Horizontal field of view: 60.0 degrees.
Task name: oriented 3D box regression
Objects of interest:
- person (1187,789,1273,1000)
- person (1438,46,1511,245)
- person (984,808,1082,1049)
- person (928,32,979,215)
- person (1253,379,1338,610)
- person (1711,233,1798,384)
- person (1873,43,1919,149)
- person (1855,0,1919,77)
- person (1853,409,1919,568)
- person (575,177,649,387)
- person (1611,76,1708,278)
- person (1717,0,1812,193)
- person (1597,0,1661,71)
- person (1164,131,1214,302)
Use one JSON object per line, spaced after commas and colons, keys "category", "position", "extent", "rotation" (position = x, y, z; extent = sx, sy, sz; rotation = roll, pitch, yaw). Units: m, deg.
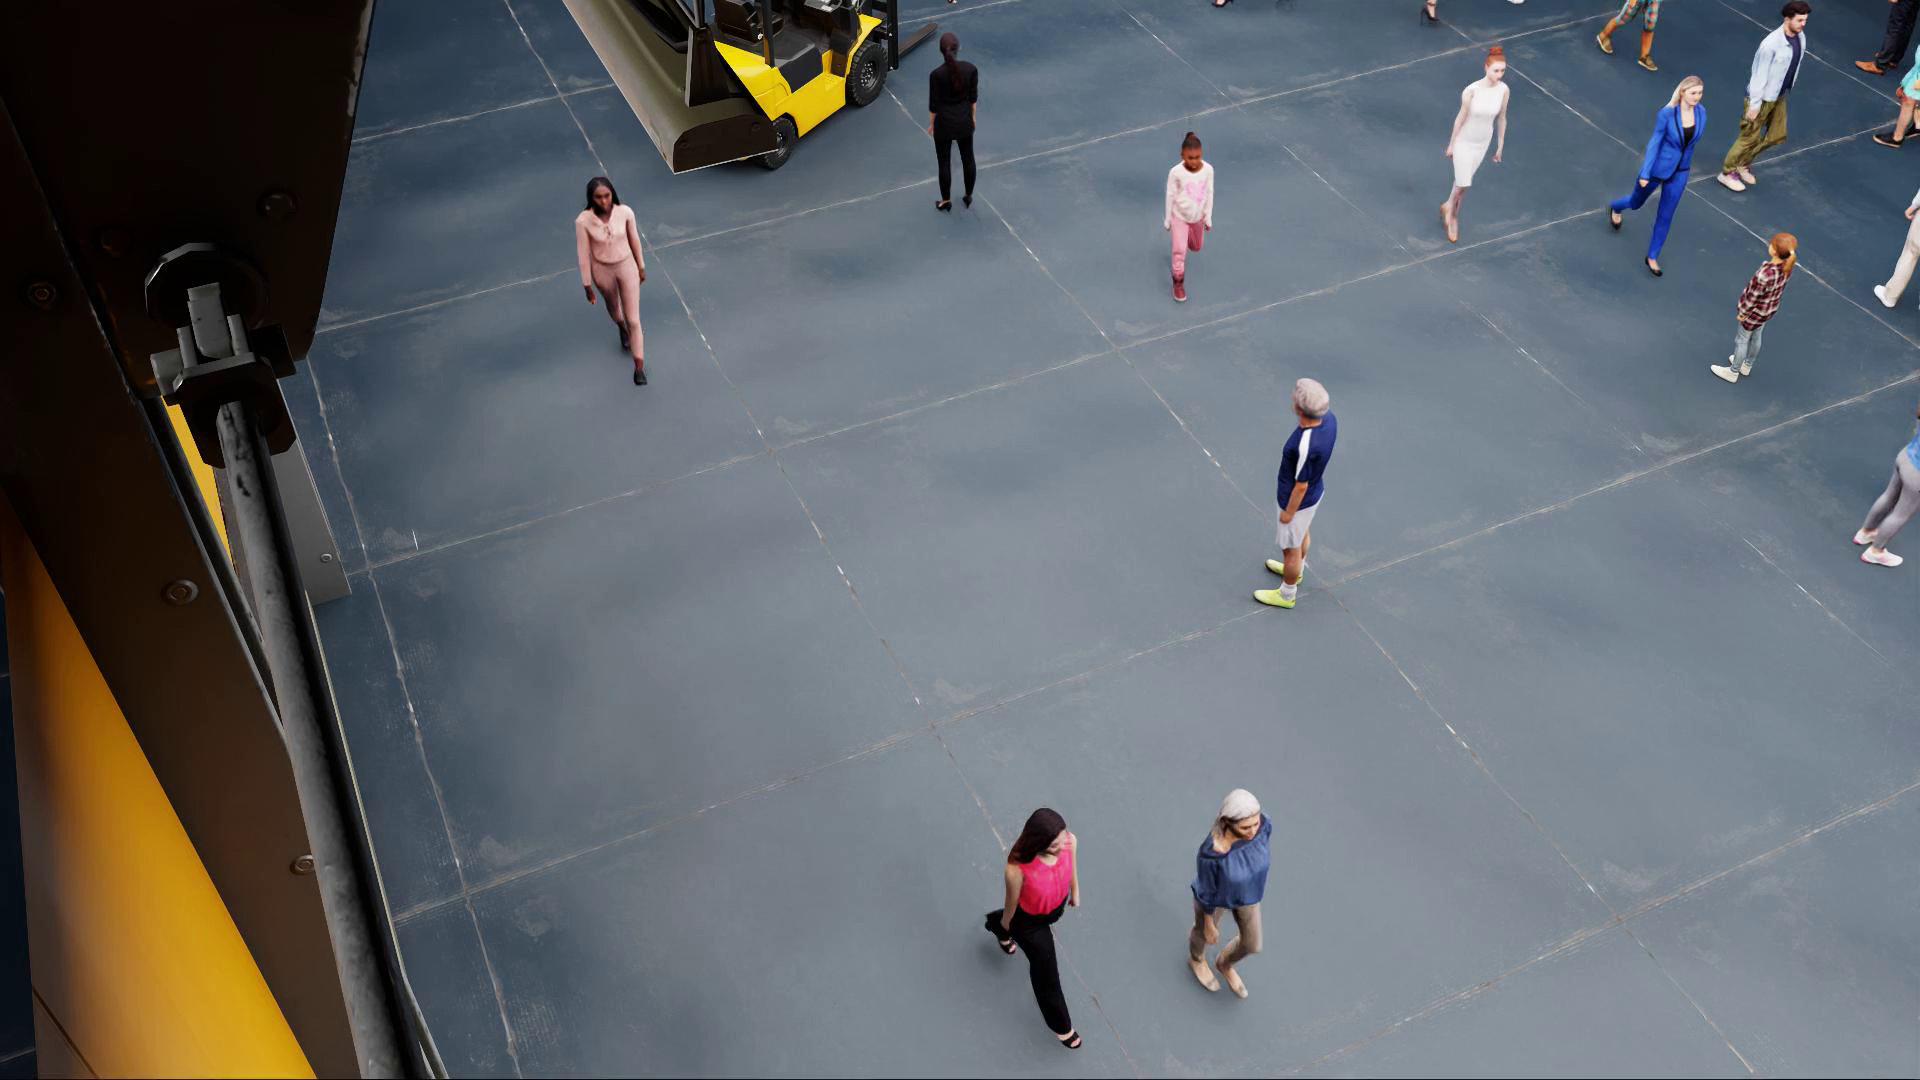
{"category": "person", "position": [1.347, 1.820, 8.789], "extent": [0.630, 1.683, 0.640], "rotation": [-21, 48, -21]}
{"category": "person", "position": [4.341, -3.416, 14.220], "extent": [0.678, 1.774, 0.748], "rotation": [-8, 44, -8]}
{"category": "person", "position": [0.361, 1.900, 8.752], "extent": [0.812, 1.619, 1.169], "rotation": [-33, 52, -29]}
{"category": "person", "position": [-0.058, -3.628, 14.525], "extent": [0.617, 1.659, 0.567], "rotation": [-14, 45, -14]}
{"category": "person", "position": [2.235, -0.308, 10.914], "extent": [0.763, 1.833, 0.720], "rotation": [18, 46, 18]}
{"category": "person", "position": [6.185, -1.802, 12.865], "extent": [0.550, 1.305, 0.525], "rotation": [-23, 48, -22]}
{"category": "person", "position": [8.976, -4.315, 15.322], "extent": [0.798, 1.555, 0.729], "rotation": [20, 47, 20]}
{"category": "person", "position": [9.392, -5.460, 16.346], "extent": [0.712, 1.800, 0.615], "rotation": [-24, 48, -23]}
{"category": "person", "position": [6.495, -0.504, 11.284], "extent": [0.712, 1.606, 0.627], "rotation": [6, 44, 6]}
{"category": "person", "position": [-2.692, -2.081, 12.895], "extent": [0.765, 1.669, 1.192], "rotation": [-11, 45, -11]}
{"category": "person", "position": [5.870, -3.142, 14.003], "extent": [0.828, 1.675, 1.168], "rotation": [-7, 44, -7]}
{"category": "person", "position": [7.093, -3.963, 14.780], "extent": [0.725, 1.793, 0.672], "rotation": [-24, 49, -23]}
{"category": "person", "position": [6.799, -5.501, 16.654], "extent": [0.532, 1.436, 0.971], "rotation": [-18, 46, -18]}
{"category": "person", "position": [1.871, -2.726, 13.745], "extent": [0.670, 1.429, 0.909], "rotation": [-7, 44, -8]}
